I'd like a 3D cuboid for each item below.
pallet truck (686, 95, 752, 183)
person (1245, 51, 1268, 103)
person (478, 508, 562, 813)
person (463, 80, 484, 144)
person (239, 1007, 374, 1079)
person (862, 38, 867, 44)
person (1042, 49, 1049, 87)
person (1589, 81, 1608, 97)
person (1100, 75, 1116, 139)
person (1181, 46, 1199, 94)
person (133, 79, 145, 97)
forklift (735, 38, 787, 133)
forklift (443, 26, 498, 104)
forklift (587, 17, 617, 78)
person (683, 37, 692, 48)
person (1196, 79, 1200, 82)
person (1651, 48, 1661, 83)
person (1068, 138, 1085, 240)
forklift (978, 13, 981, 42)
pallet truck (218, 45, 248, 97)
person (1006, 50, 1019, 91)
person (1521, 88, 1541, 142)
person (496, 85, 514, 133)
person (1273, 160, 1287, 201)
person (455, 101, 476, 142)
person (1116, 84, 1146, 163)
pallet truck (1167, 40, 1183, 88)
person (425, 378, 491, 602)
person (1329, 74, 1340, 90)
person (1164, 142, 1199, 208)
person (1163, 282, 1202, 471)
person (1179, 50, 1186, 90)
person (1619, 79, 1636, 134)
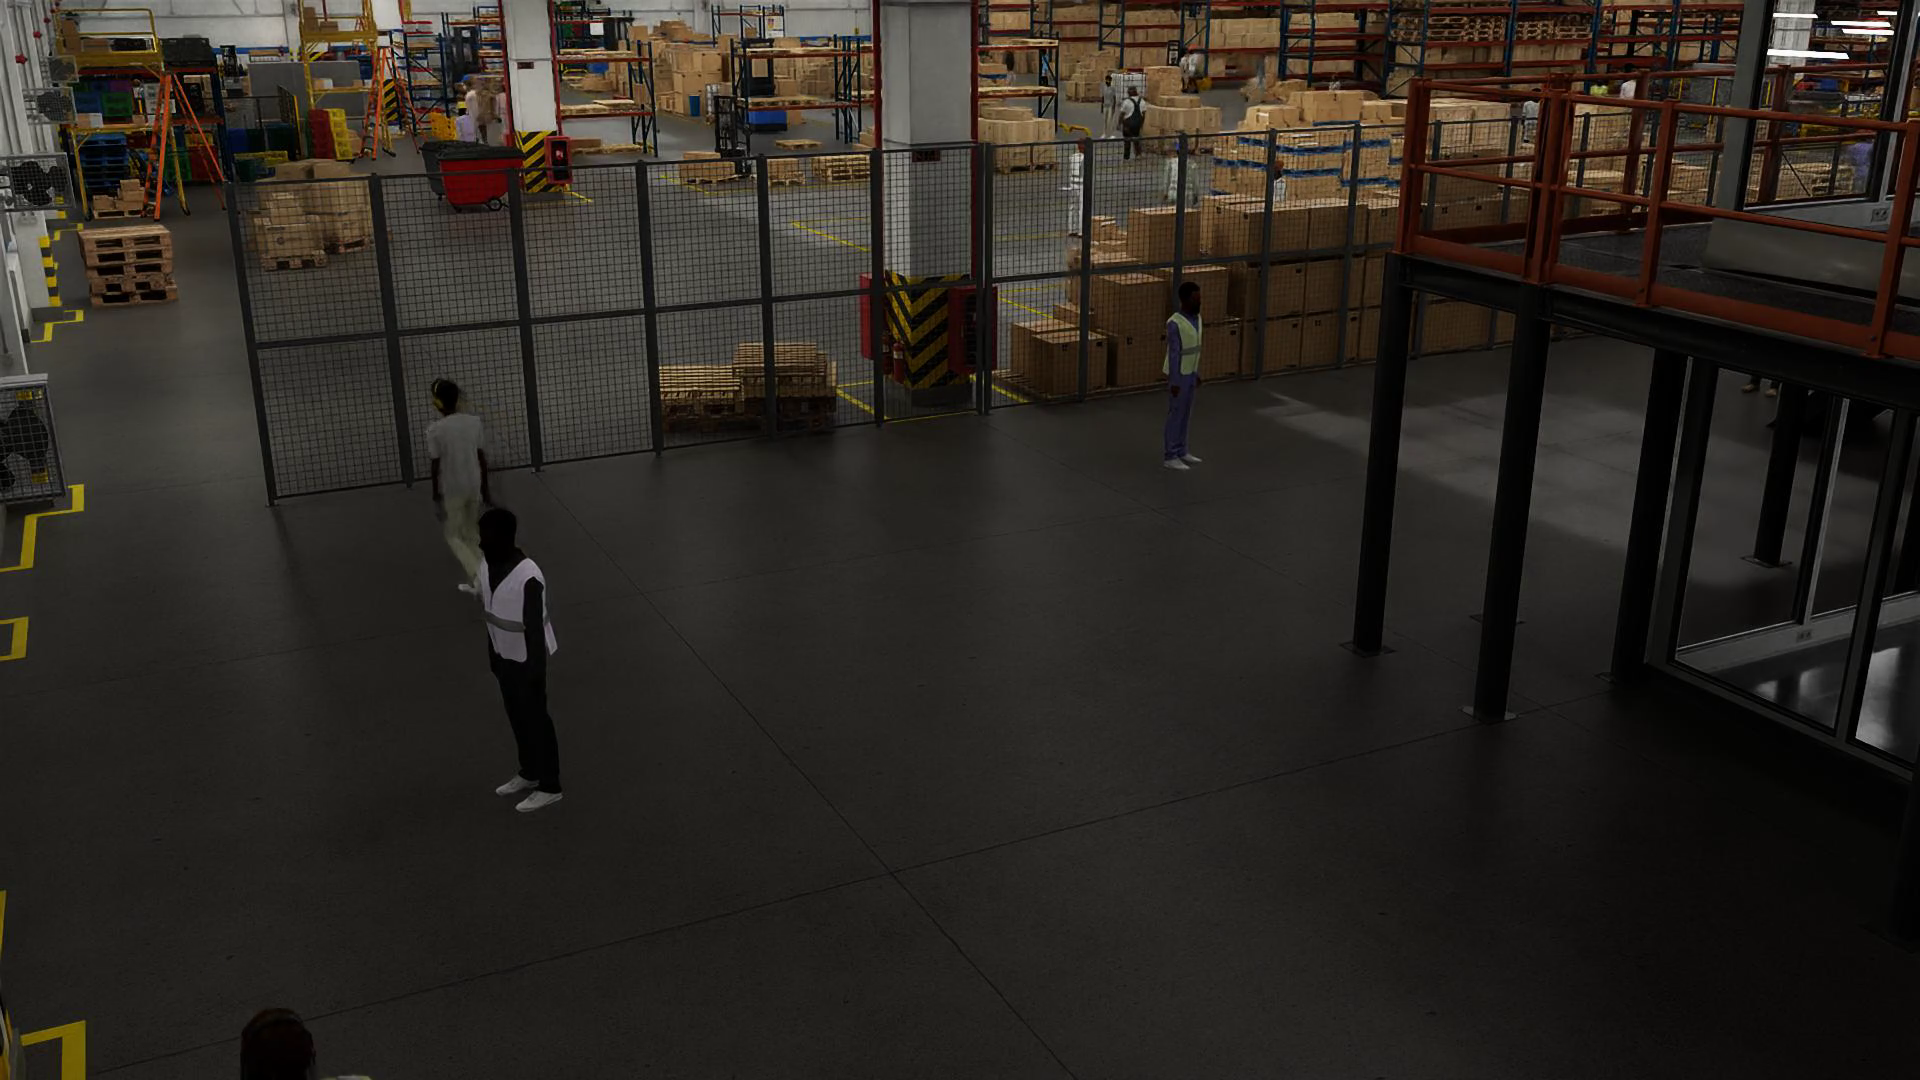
[{"bbox_3d":[-5.836,-9.608,39.856,0.823,1.965,1.885,10,22,27],"label":"pallet truck"},{"bbox_3d":[11.241,-17.455,62.745,0.813,1.908,0.657,9,21,25],"label":"person"},{"bbox_3d":[-2.668,0.709,10.091,0.584,1.911,0.391,18,26,42],"label":"person"},{"bbox_3d":[-13.819,-11.921,46.693,0.847,1.912,0.628,-8,21,-23],"label":"person"},{"bbox_3d":[-2.111,2.371,5.416,0.632,1.816,0.817,-13,23,-33],"label":"person"},{"bbox_3d":[-4.235,-21.473,74.421,1.025,1.885,0.633,18,26,41],"label":"person"},{"bbox_3d":[3.497,-19.559,69.153,0.322,1.697,0.532,13,23,33],"label":"person"},{"bbox_3d":[19.970,-13.692,52.203,0.542,1.662,0.831,12,22,31],"label":"person"},{"bbox_3d":[4.437,-12.941,49.733,0.507,1.860,0.325,14,24,36],"label":"person"},{"bbox_3d":[9.368,-19.079,67.491,0.954,1.867,0.544,-5,20,-13],"label":"person"},{"bbox_3d":[-25.357,-13.406,51.418,0.529,1.629,0.323,6,20,17],"label":"person"},{"bbox_3d":[-6.211,-14.162,51.722,1.129,2.768,1.873,-9,21,-25],"label":"forklift"},{"bbox_3d":[-18.314,-17.720,62.036,1.873,2.768,1.129,10,21,26],"label":"forklift"},{"bbox_3d":[-15.367,-21.487,72.956,1.873,2.768,1.129,-9,21,-25],"label":"forklift"},{"bbox_3d":[-12.251,-21.516,74.478,0.542,1.930,0.366,-5,20,-13],"label":"person"},{"bbox_3d":[10.481,-21.281,74.036,0.648,1.788,0.808,15,24,37],"label":"person"},{"bbox_3d":[29.009,-19.661,69.383,0.366,1.744,0.568,-3,19,-9],"label":"person"},{"bbox_3d":[2.272,-6.629,31.411,0.355,1.877,0.573,-15,24,-37],"label":"person"},{"bbox_3d":[0.487,-23.471,78.707,1.129,2.768,1.873,-9,21,-25],"label":"forklift"},{"bbox_3d":[-28.879,-18.665,66.111,0.823,1.965,1.885,-3,19,-9],"label":"pallet truck"},{"bbox_3d":[2.101,-19.029,67.264,0.883,1.937,0.641,8,21,23],"label":"person"},{"bbox_3d":[14.840,-10.706,43.082,0.613,1.964,0.361,5,20,14],"label":"person"},{"bbox_3d":[-12.640,-11.874,46.688,0.623,1.823,0.503,6,20,17],"label":"person"},{"bbox_3d":[5.275,-5.407,27.852,0.355,1.883,0.576,1,19,3],"label":"person"},{"bbox_3d":[-11.682,-9.382,39.304,0.366,1.926,0.594,10,21,27],"label":"person"},{"bbox_3d":[4.483,-10.936,43.640,0.712,2.000,0.536,-10,21,-27],"label":"person"},{"bbox_3d":[9.045,-19.971,69.895,0.823,1.965,1.885,-3,19,-8],"label":"pallet truck"},{"bbox_3d":[-3.962,-0.377,13.334,0.581,1.845,0.562,17,25,41],"label":"person"},{"bbox_3d":[12.132,-14.288,53.979,0.315,1.629,0.508,-9,21,-24],"label":"person"},{"bbox_3d":[4.100,-6.429,30.790,0.627,1.902,1.013,10,22,27],"label":"person"},{"bbox_3d":[2.284,-1.686,17.007,0.391,1.922,0.593,11,22,29],"label":"person"},{"bbox_3d":[9.095,-19.328,68.504,0.509,1.673,0.544,5,20,14],"label":"person"},{"bbox_3d":[20.416,-13.319,50.818,0.679,1.854,0.979,1,19,4],"label":"person"}]
